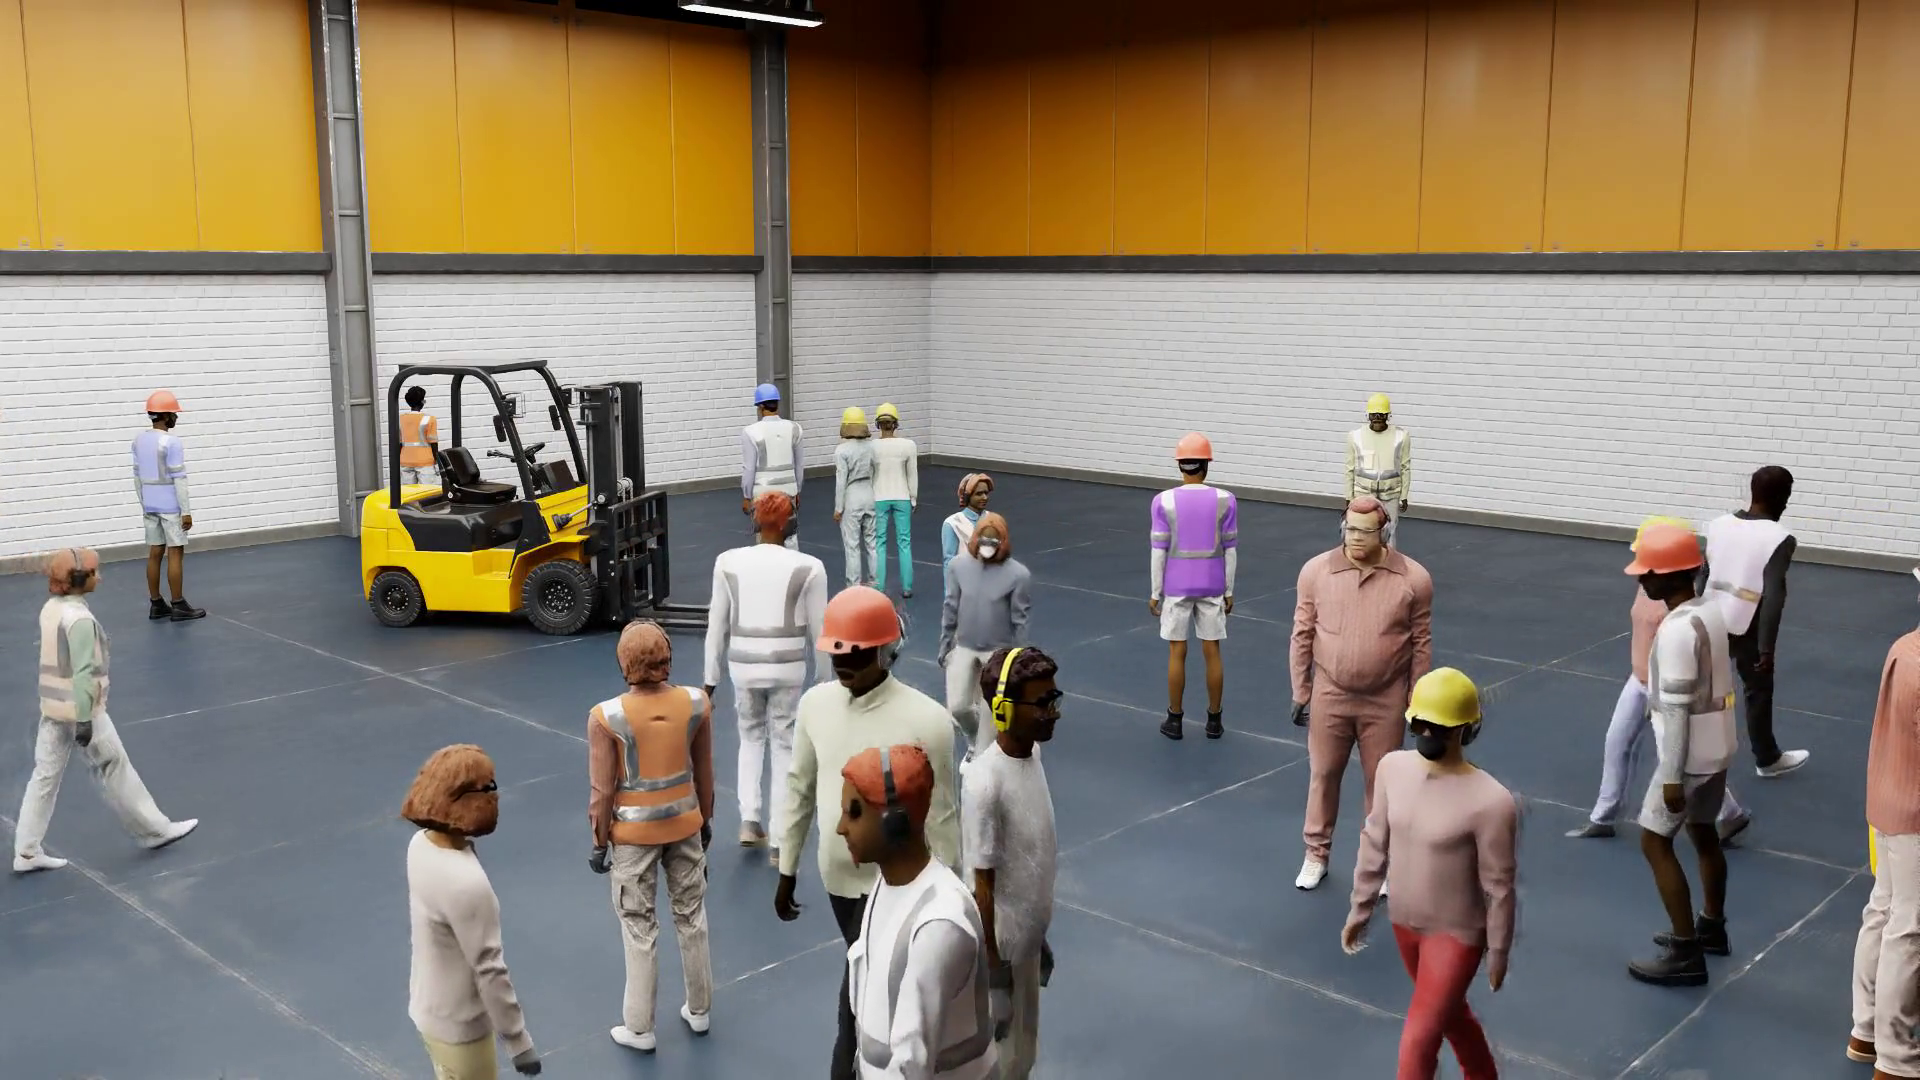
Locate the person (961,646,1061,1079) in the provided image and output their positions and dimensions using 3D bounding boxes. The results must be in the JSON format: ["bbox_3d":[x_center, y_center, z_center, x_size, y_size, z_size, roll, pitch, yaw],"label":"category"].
[{"bbox_3d":[0.171,1.224,4.929,0.316,1.870,0.531,3,10,17],"label":"person"}]

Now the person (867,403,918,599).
[{"bbox_3d":[-0.635,-0.340,14.865,0.523,1.760,0.328,-2,9,-12],"label":"person"}]

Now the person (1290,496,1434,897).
[{"bbox_3d":[1.875,0.735,7.827,0.650,1.904,0.401,3,10,16],"label":"person"}]

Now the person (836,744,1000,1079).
[{"bbox_3d":[-0.191,1.399,3.955,0.974,1.836,0.596,-3,10,-20],"label":"person"}]

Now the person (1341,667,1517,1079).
[{"bbox_3d":[1.553,1.233,5.348,0.921,1.722,0.520,-6,11,-32],"label":"person"}]

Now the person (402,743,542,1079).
[{"bbox_3d":[-1.403,1.377,4.745,0.307,1.629,0.512,-6,11,-31],"label":"person"}]

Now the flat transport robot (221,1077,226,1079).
[{"bbox_3d":[-2.441,2.006,5.025,0.652,0.197,1.431,-4,10,-25],"label":"flat transport robot"}]

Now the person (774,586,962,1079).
[{"bbox_3d":[-0.287,1.090,5.554,0.639,1.943,1.033,7,12,36],"label":"person"}]

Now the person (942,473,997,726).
[{"bbox_3d":[0.088,0.380,10.816,0.513,1.639,0.307,-9,13,-43],"label":"person"}]

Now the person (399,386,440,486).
[{"bbox_3d":[-5.860,-0.818,18.001,0.532,1.694,0.320,3,10,19],"label":"person"}]

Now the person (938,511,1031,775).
[{"bbox_3d":[0.144,0.623,9.365,0.531,1.612,0.381,3,10,17],"label":"person"}]

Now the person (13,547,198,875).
[{"bbox_3d":[-4.311,0.826,8.219,0.531,1.587,0.860,8,12,42],"label":"person"}]

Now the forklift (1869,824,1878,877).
[{"bbox_3d":[5.205,0.723,7.013,2.313,2.155,1.214,9,13,43],"label":"forklift"}]

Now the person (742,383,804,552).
[{"bbox_3d":[-1.669,-0.420,14.793,0.601,1.942,0.394,-6,11,-33],"label":"person"}]

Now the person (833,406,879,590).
[{"bbox_3d":[-0.921,-0.312,14.745,0.492,1.740,0.325,-8,12,-40],"label":"person"}]

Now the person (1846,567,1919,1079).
[{"bbox_3d":[3.459,1.002,5.945,0.401,1.984,0.612,3,10,17],"label":"person"}]

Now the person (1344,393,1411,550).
[{"bbox_3d":[3.823,-0.436,15.256,0.589,1.827,0.403,2,9,12],"label":"person"}]

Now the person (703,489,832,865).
[{"bbox_3d":[-0.957,0.679,8.292,0.636,1.863,0.445,1,9,6],"label":"person"}]

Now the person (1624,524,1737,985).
[{"bbox_3d":[3.013,0.876,6.968,0.480,1.905,0.655,8,12,40],"label":"person"}]

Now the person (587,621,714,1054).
[{"bbox_3d":[-1.159,1.118,6.295,0.517,1.636,0.314,-7,11,-35],"label":"person"}]

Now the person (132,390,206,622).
[{"bbox_3d":[-6.658,-0.286,13.982,0.550,1.935,0.376,5,10,26],"label":"person"}]

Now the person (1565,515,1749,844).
[{"bbox_3d":[3.619,0.728,8.450,0.835,1.740,0.516,-1,9,-6],"label":"person"}]

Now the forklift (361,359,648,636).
[{"bbox_3d":[-3.850,-0.407,13.936,2.313,2.155,1.214,2,9,11],"label":"forklift"}]

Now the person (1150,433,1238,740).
[{"bbox_3d":[1.456,0.295,10.441,0.542,1.931,0.376,0,9,0],"label":"person"}]

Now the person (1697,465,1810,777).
[{"bbox_3d":[4.430,0.492,9.459,1.006,1.848,0.723,-4,10,-22],"label":"person"}]
